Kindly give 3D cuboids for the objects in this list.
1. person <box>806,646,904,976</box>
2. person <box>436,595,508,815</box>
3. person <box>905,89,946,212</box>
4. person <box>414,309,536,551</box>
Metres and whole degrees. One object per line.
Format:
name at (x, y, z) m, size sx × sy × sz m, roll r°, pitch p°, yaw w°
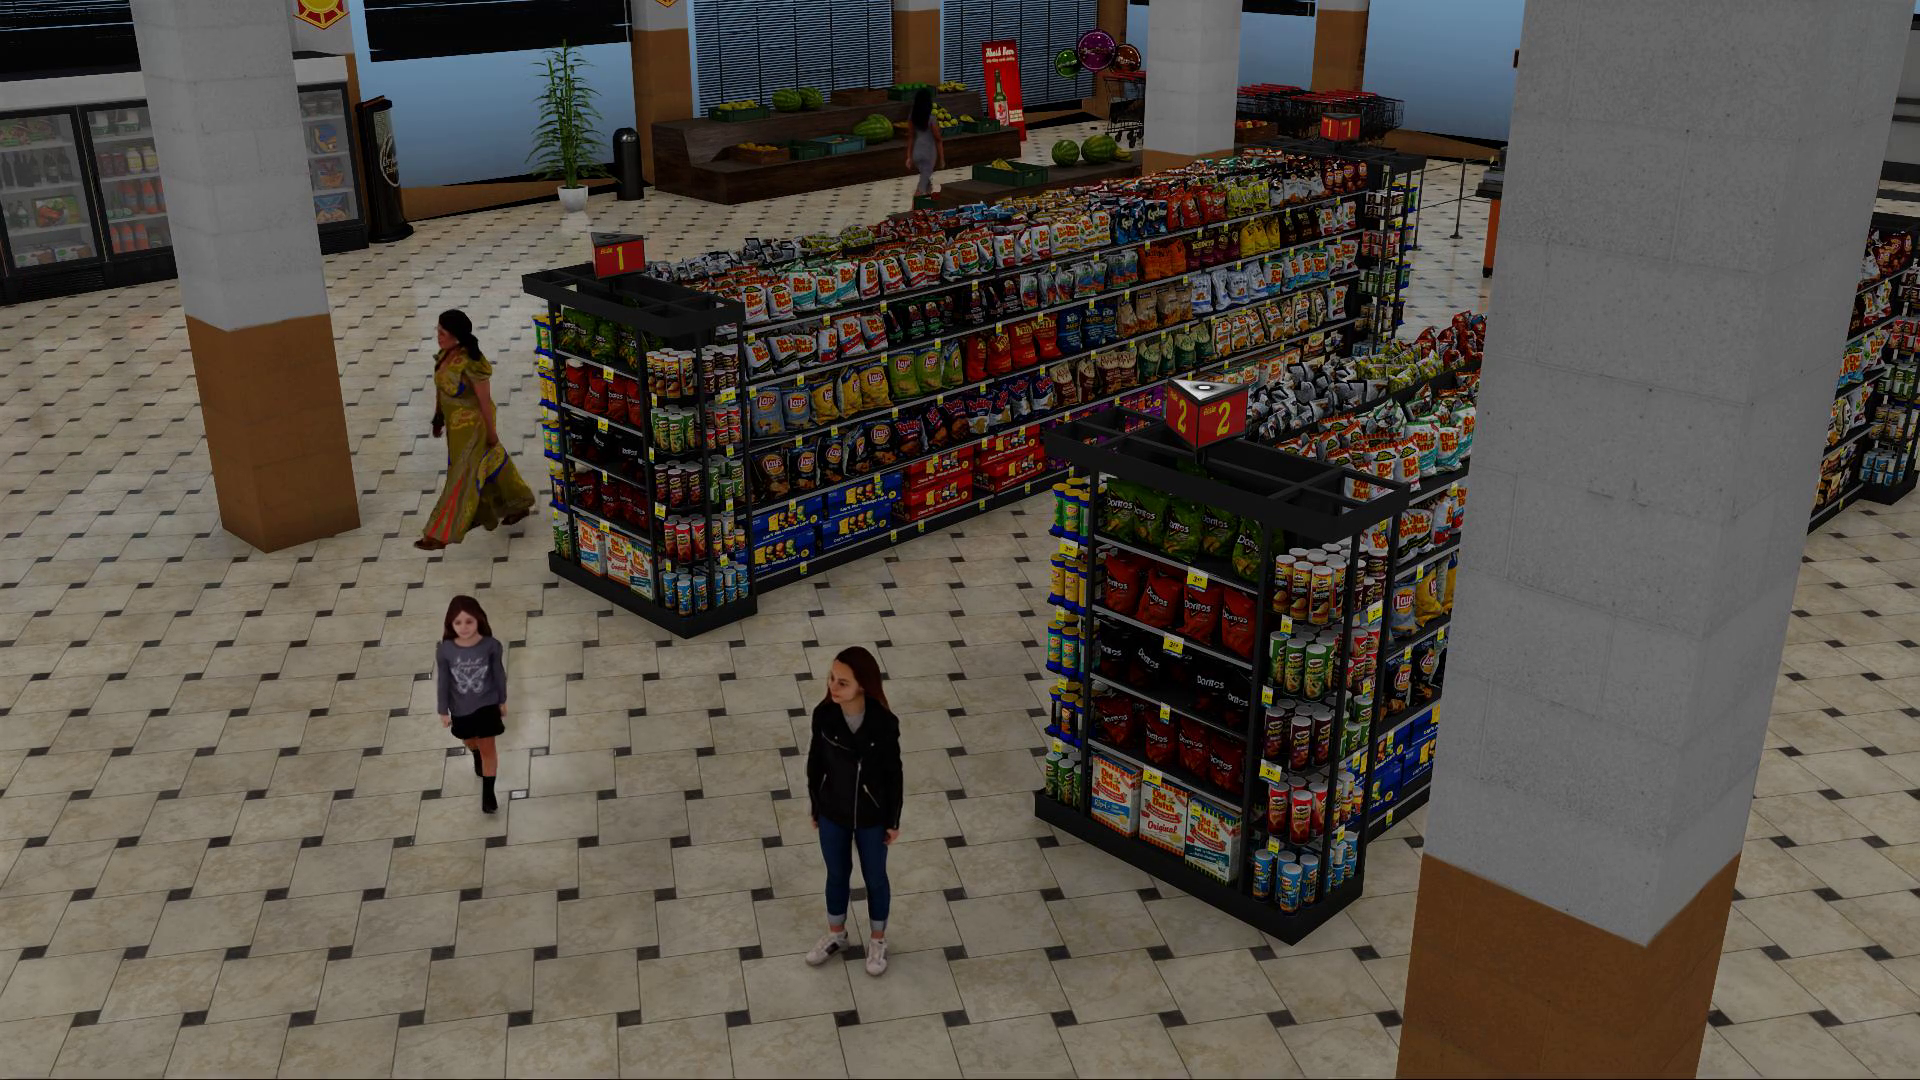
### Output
person at (-0.433, 1.101, 6.872) m, size 0.638 × 1.483 × 0.644 m, roll 6°, pitch 23°, yaw 16°
person at (-2.403, 0.772, 8.226) m, size 0.797 × 1.083 × 0.776 m, roll -5°, pitch 23°, yaw -13°
person at (-0.506, -4.828, 21.293) m, size 0.735 × 1.733 × 1.153 m, roll 15°, pitch 26°, yaw 32°
person at (-3.264, -0.759, 11.346) m, size 1.219 × 1.598 × 0.746 m, roll -19°, pitch 29°, yaw -39°
